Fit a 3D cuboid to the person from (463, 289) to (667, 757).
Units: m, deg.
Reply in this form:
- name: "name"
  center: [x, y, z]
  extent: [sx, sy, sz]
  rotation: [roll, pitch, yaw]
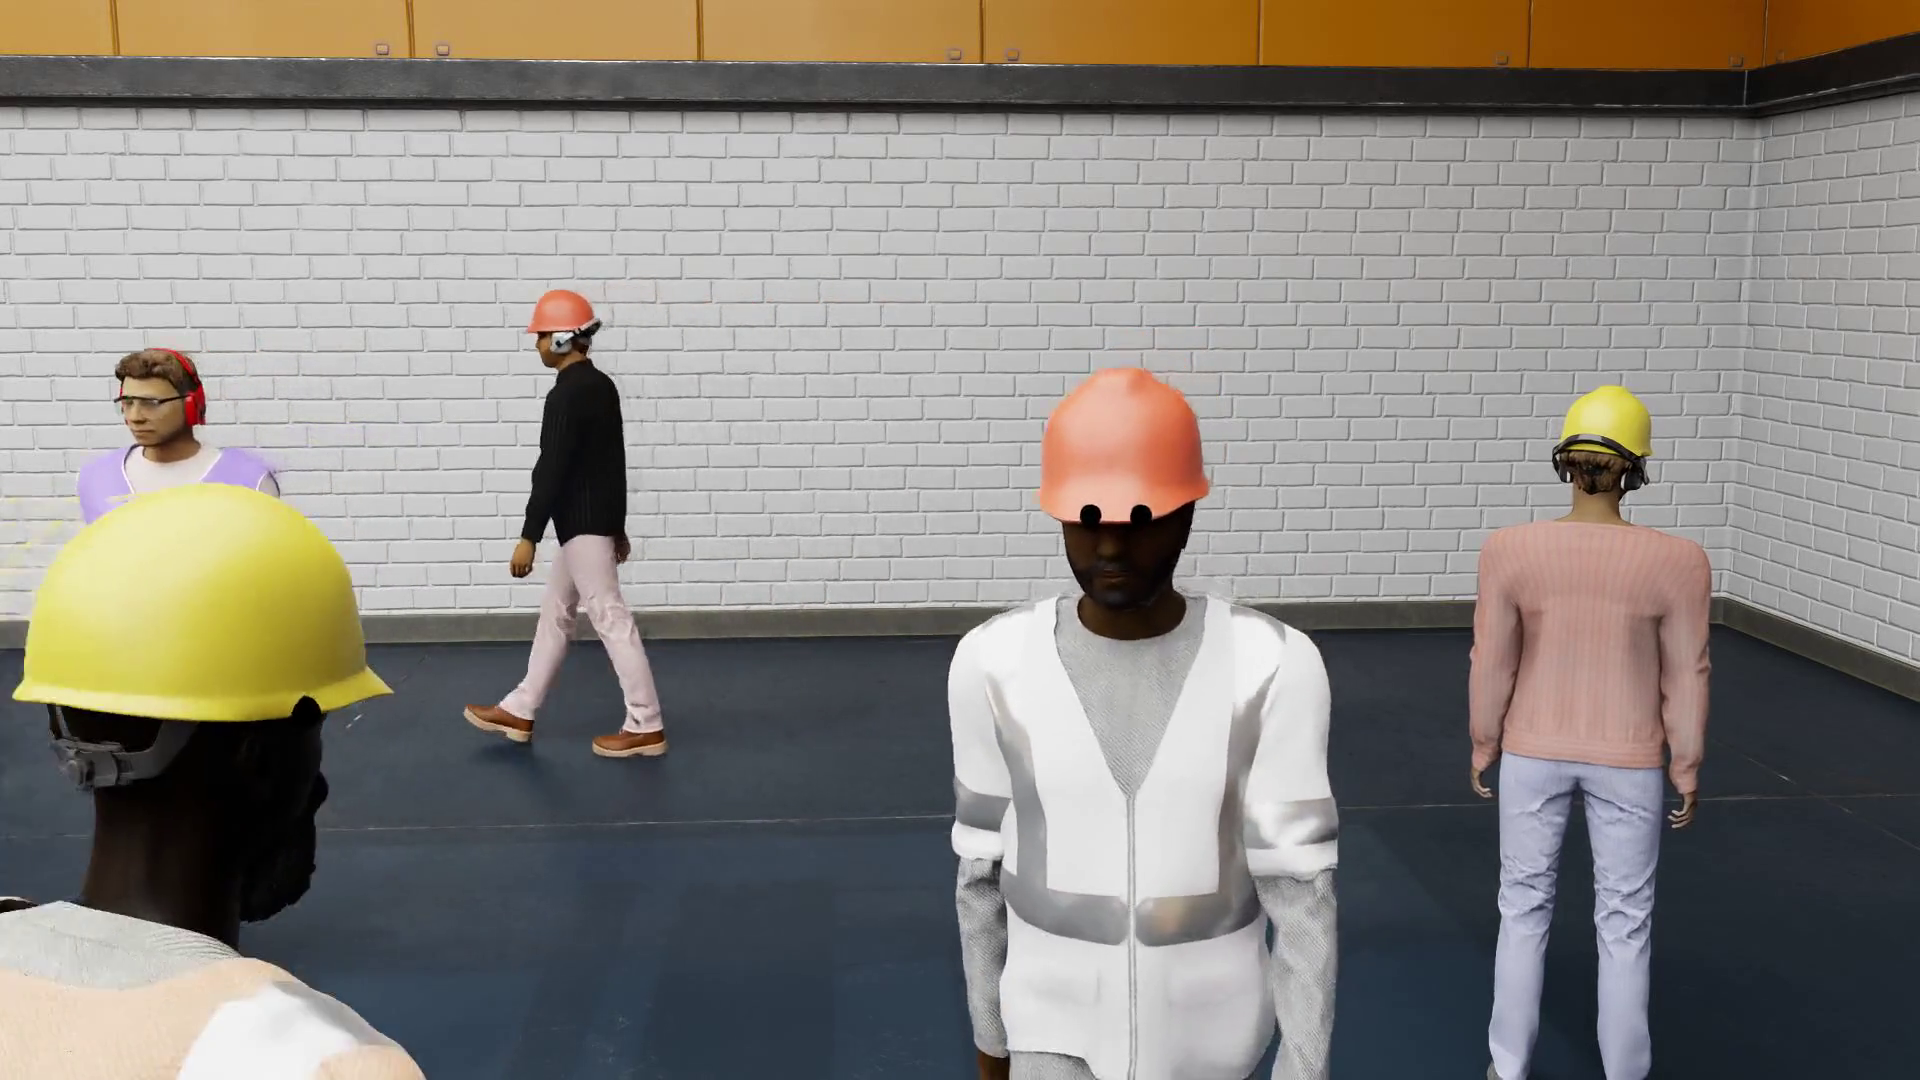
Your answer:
- name: "person"
  center: [-1.690, -0.054, 6.943]
  extent: [0.977, 1.947, 0.632]
  rotation: [0, 9, 3]

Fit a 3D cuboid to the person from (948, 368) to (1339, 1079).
- name: "person"
  center: [0.237, 0.720, 2.305]
  extent: [0.552, 1.889, 0.975]
  rotation: [1, 9, 7]

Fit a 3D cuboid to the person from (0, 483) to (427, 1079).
- name: "person"
  center: [-0.643, 0.896, 1.302]
  extent: [0.611, 1.868, 0.989]
  rotation: [3, 10, 21]

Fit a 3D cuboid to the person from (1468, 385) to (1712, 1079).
- name: "person"
  center: [1.487, 0.518, 3.969]
  extent: [0.535, 1.767, 0.315]
  rotation: [4, 10, 25]

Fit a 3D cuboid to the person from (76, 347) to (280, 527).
- name: "person"
  center: [-2.175, 0.365, 4.727]
  extent: [0.578, 1.830, 0.530]
  rotation: [0, 9, 2]
